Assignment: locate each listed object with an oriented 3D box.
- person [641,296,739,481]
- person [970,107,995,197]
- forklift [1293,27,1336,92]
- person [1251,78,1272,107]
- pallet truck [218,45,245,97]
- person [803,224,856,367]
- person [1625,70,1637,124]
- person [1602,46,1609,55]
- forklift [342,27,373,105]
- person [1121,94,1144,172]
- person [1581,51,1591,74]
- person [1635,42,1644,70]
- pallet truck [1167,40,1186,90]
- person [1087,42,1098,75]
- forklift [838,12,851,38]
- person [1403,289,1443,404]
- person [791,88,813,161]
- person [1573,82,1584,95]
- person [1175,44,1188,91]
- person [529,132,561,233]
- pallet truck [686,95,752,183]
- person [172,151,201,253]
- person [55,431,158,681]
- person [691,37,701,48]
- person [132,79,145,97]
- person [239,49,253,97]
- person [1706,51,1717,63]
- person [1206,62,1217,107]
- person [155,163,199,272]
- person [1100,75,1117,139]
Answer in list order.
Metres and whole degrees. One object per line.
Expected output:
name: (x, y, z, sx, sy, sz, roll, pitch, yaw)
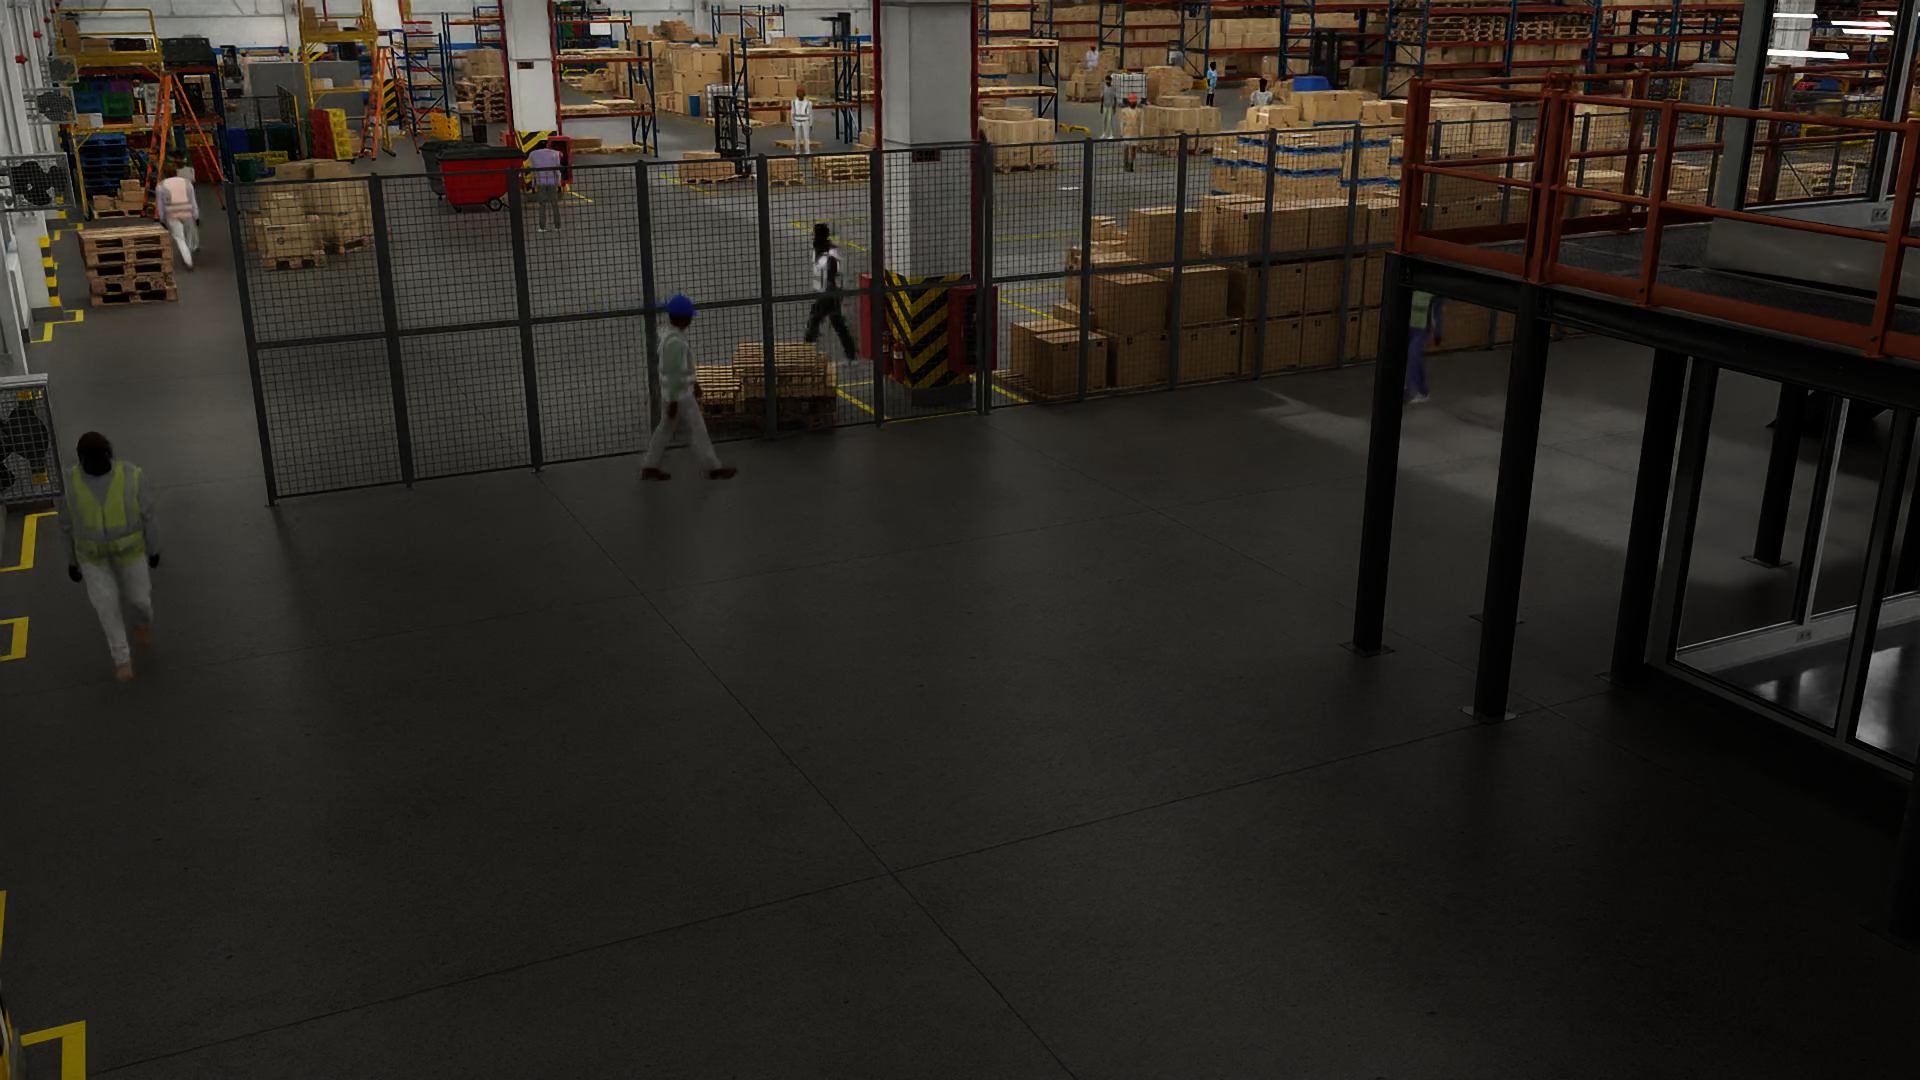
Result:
person: (-2.759, -1.492, 16.484, 0.965, 1.898, 0.613, -5, 20, -15)
person: (0.272, -8.636, 36.971, 0.948, 2.000, 0.682, 5, 20, 13)
forklift: (13.278, -17.357, 60.986, 1.873, 2.768, 1.129, -9, 21, -25)
person: (8.466, -11.979, 46.780, 0.608, 1.962, 0.374, 0, 19, -1)
pallet truck: (-28.879, -18.665, 66.111, 0.823, 1.965, 1.885, -3, 19, -9)
person: (-1.750, -3.077, 21.126, 1.020, 1.860, 0.618, -10, 22, -28)
person: (22.084, -14.486, 54.395, 0.830, 1.732, 0.553, -12, 22, -30)
person: (28.121, -20.649, 72.391, 0.535, 1.638, 0.912, -10, 21, -26)
forklift: (-22.257, -17.351, 60.966, 1.873, 2.768, 1.129, -9, 21, -25)
person: (4.309, -10.145, 41.535, 0.567, 1.911, 0.787, 0, 19, 1)
person: (25.969, -19.432, 68.847, 0.843, 1.657, 0.553, -11, 22, -29)
person: (28.111, -19.679, 68.981, 0.384, 2.039, 0.616, 9, 21, 23)
pallet truck: (9.045, -19.971, 69.895, 0.823, 1.965, 1.885, -3, 19, -8)
person: (5.592, -20.125, 70.466, 0.549, 1.919, 0.717, -10, 21, -27)
forklift: (-5.549, -24.015, 80.286, 1.873, 2.768, 1.129, -9, 21, -25)
person: (5.244, -2.447, 19.290, 0.984, 1.869, 0.600, -14, 23, -35)
person: (-4.198, -11.025, 44.136, 0.572, 1.883, 0.358, 3, 19, 9)
person: (18.780, -13.126, 50.653, 0.527, 1.589, 0.866, -8, 21, -21)
person: (8.957, -19.441, 68.509, 0.865, 1.915, 0.636, 0, 19, 1)
person: (-8.005, -6.908, 32.157, 0.584, 1.918, 0.408, -7, 20, -19)
pallet truck: (-5.836, -9.608, 39.856, 0.823, 1.965, 1.885, 10, 22, 27)
person: (-13.932, -6.066, 29.869, 0.528, 1.809, 1.013, -11, 22, -28)
person: (-6.139, 0.079, 12.039, 0.631, 1.826, 0.604, -9, 21, -23)
person: (-11.764, -21.486, 74.394, 0.364, 1.936, 0.687, -17, 25, -41)
person: (-25.373, -13.405, 51.419, 0.522, 1.631, 0.324, 5, 20, 14)
person: (-27.810, -18.201, 64.921, 0.714, 1.902, 0.645, 14, 23, 34)
person: (31.042, -19.444, 68.930, 0.531, 1.610, 0.585, -6, 20, -16)
person: (9.048, -16.301, 59.711, 0.317, 1.696, 0.538, 16, 25, 39)
person: (-13.190, -5.450, 28.119, 0.631, 1.808, 0.874, -18, 26, -41)
person: (4.437, -12.937, 49.721, 0.528, 1.858, 0.318, 13, 23, 34)
